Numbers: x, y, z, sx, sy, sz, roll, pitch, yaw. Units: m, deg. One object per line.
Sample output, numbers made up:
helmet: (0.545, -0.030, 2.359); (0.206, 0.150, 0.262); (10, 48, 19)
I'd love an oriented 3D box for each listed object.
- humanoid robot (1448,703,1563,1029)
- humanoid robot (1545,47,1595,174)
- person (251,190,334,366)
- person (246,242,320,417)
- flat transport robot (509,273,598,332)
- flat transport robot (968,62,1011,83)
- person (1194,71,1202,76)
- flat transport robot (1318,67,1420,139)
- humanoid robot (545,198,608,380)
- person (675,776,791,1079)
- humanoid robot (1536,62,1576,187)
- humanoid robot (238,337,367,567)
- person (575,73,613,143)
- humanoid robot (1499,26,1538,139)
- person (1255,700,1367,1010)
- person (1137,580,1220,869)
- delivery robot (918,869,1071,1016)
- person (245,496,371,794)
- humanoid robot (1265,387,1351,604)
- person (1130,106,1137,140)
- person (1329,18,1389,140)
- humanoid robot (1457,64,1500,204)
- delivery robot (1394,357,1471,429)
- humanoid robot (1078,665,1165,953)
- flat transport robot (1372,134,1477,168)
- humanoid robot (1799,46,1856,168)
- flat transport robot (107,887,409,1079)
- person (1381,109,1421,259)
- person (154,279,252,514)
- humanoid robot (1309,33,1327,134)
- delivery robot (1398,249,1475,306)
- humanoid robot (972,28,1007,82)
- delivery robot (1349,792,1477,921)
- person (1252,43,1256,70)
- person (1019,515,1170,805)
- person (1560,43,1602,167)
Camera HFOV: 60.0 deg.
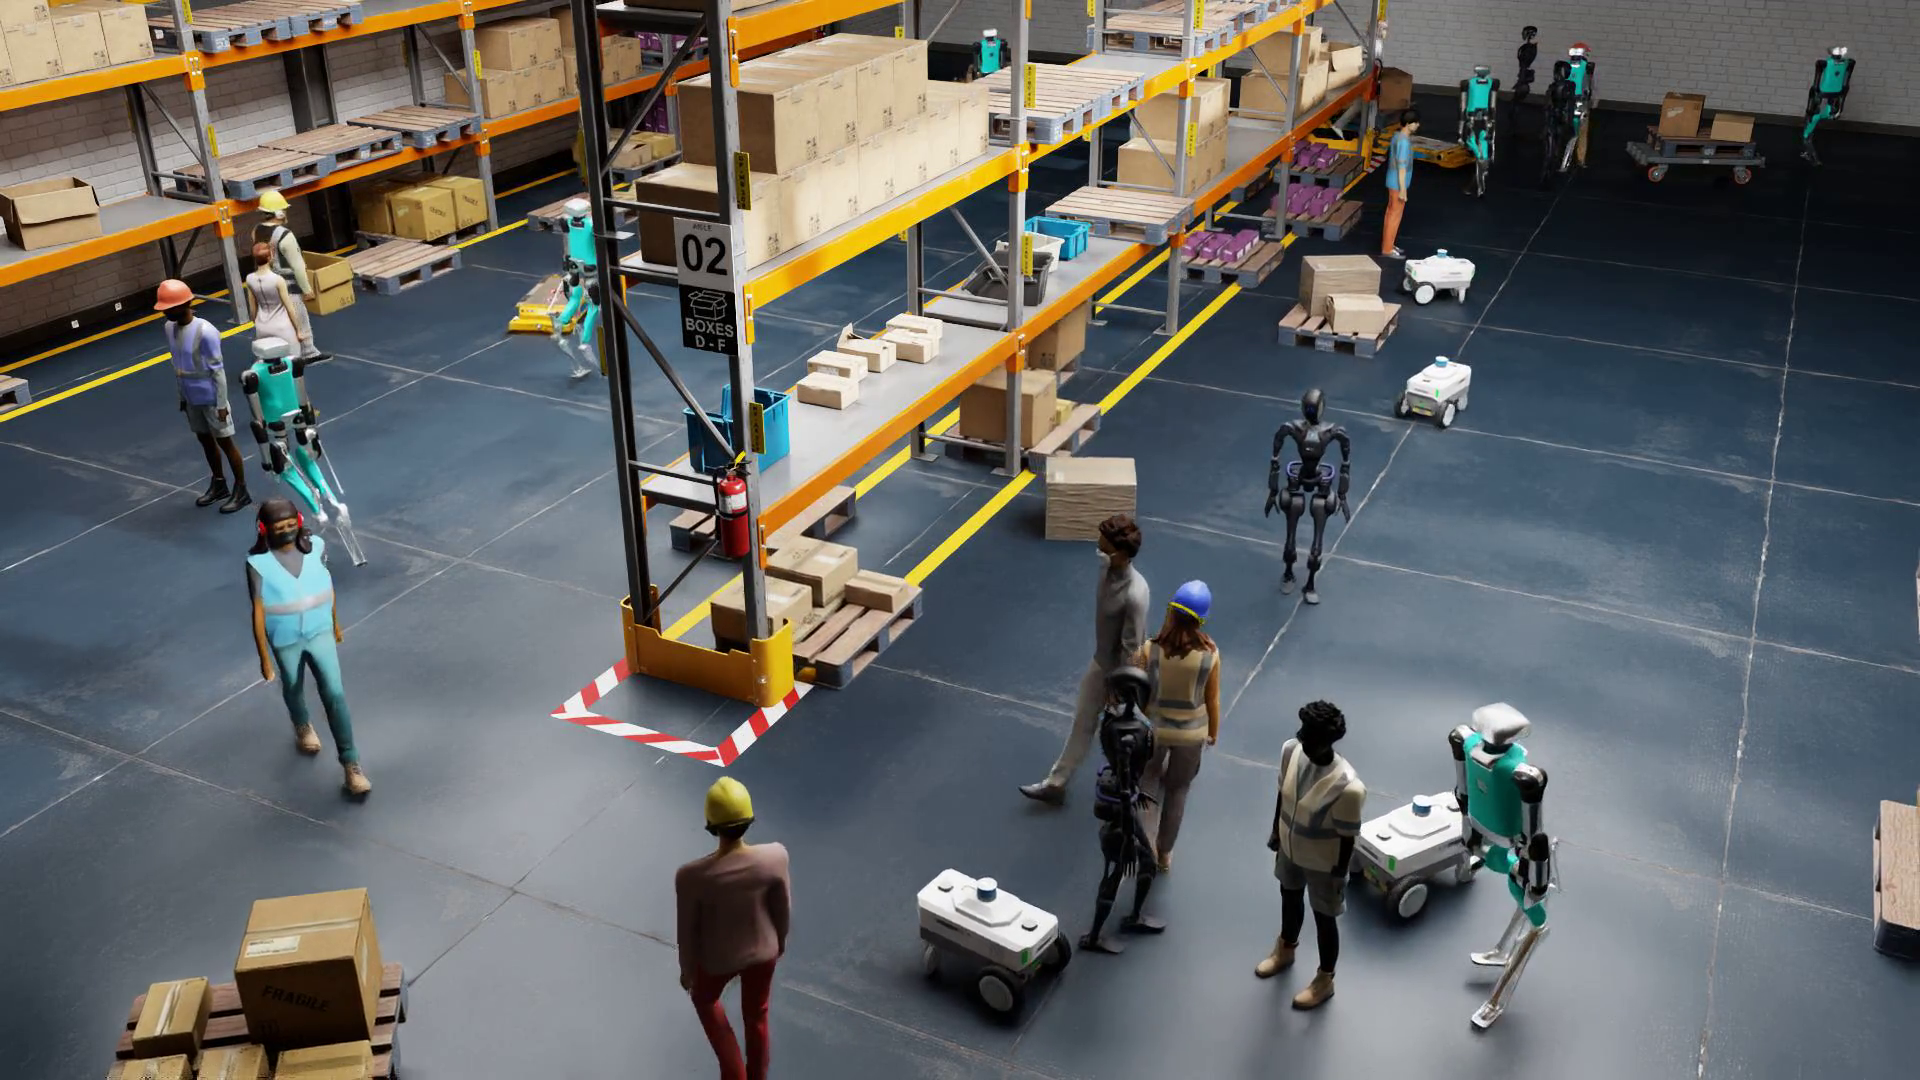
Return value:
humanoid robot: (2.743, 1.509, 8.081); (0.866, 1.748, 0.547); (-15, 30, -27)
humanoid robot: (8.492, -6.007, 23.247); (0.547, 1.784, 0.672); (8, 27, 16)
person: (-6.542, -2.447, 15.994); (0.592, 1.802, 0.811); (22, 34, 37)
person: (-6.143, -1.867, 14.976); (0.452, 1.661, 0.284); (4, 27, 9)
flat transport robot: (-4.328, -2.566, 17.960); (0.659, 0.231, 1.431); (2, 26, 5)
flat transport robot: (0.644, -6.545, 25.999); (1.431, 0.231, 0.659); (7, 27, 13)
person: (4.037, -8.518, 28.143); (0.615, 1.902, 0.527); (12, 29, 22)
flat transport robot: (6.311, -6.443, 25.793); (1.431, 0.231, 0.659); (21, 33, 36)
humanoid robot: (-3.664, -2.274, 15.757); (0.543, 1.834, 0.714); (15, 30, 27)
person: (-1.013, 1.814, 7.433); (0.532, 1.753, 0.371); (-11, 29, -22)
humanoid robot: (8.144, -5.650, 22.600); (0.589, 1.654, 0.393); (-14, 30, -26)
humanoid robot: (-4.789, -0.548, 12.342); (0.815, 1.881, 0.549); (13, 29, 25)
person: (-4.625, -5.017, 21.150); (0.394, 1.836, 0.571); (5, 27, 10)
humanoid robot: (8.490, -6.932, 25.193); (0.378, 1.651, 0.589); (6, 27, 11)
person: (1.716, 1.515, 8.117); (0.320, 1.691, 0.534); (-15, 30, -28)
person: (1.157, 1.030, 9.023); (0.487, 1.755, 0.412); (5, 27, 9)
delivery robot: (0.161, 2.004, 8.426); (0.782, 0.611, 0.509); (18, 32, 32)
person: (-3.916, 0.586, 9.865); (0.534, 1.814, 1.007); (-19, 32, -33)
humanoid robot: (2.503, -0.343, 11.887); (0.609, 1.640, 0.394); (6, 27, 12)
person: (2.699, -6.564, 24.284); (0.369, 1.828, 0.505); (15, 30, 28)
person: (5.990, -6.816, 24.748); (0.740, 1.874, 0.672); (-2, 26, -3)
humanoid robot: (6.885, -5.267, 21.837); (0.542, 1.771, 1.024); (-3, 26, -5)
delivery robot: (4.374, -1.390, 15.236); (0.499, 0.570, 0.753); (21, 33, 36)
humanoid robot: (0.847, 1.370, 8.422); (0.447, 1.646, 0.601); (3, 27, 7)
flat transport robot: (6.755, -5.681, 24.254); (0.659, 0.231, 1.431); (-23, 34, -38)
humanoid robot: (12.119, -6.107, 23.448); (0.548, 1.737, 0.985); (-1, 26, -2)
flat transport robot: (-3.138, 2.624, 7.478); (0.659, 0.231, 1.431); (-5, 27, -10)
person: (5.179, -4.183, 19.551); (0.341, 1.758, 0.506); (3, 26, 6)
person: (-6.043, -1.143, 13.221); (0.542, 1.929, 0.385); (13, 29, 24)
humanoid robot: (5.195, -6.678, 24.685); (0.437, 1.652, 0.588); (12, 29, 23)
delivery robot: (5.246, -2.899, 18.304); (0.759, 0.587, 0.505); (-3, 26, -5)
humanoid robot: (0.347, -6.756, 24.787); (0.545, 1.792, 0.810); (-10, 28, -19)
delivery robot: (2.471, 1.682, 9.078); (0.809, 0.612, 0.499); (-14, 30, -27)
person: (4.686, -6.968, 25.102); (0.566, 1.841, 0.944); (7, 27, 13)
person: (0.860, 0.719, 9.550); (1.001, 1.845, 0.559); (-11, 28, -22)
person: (8.797, -6.218, 23.721); (0.590, 1.716, 0.437); (7, 27, 14)
